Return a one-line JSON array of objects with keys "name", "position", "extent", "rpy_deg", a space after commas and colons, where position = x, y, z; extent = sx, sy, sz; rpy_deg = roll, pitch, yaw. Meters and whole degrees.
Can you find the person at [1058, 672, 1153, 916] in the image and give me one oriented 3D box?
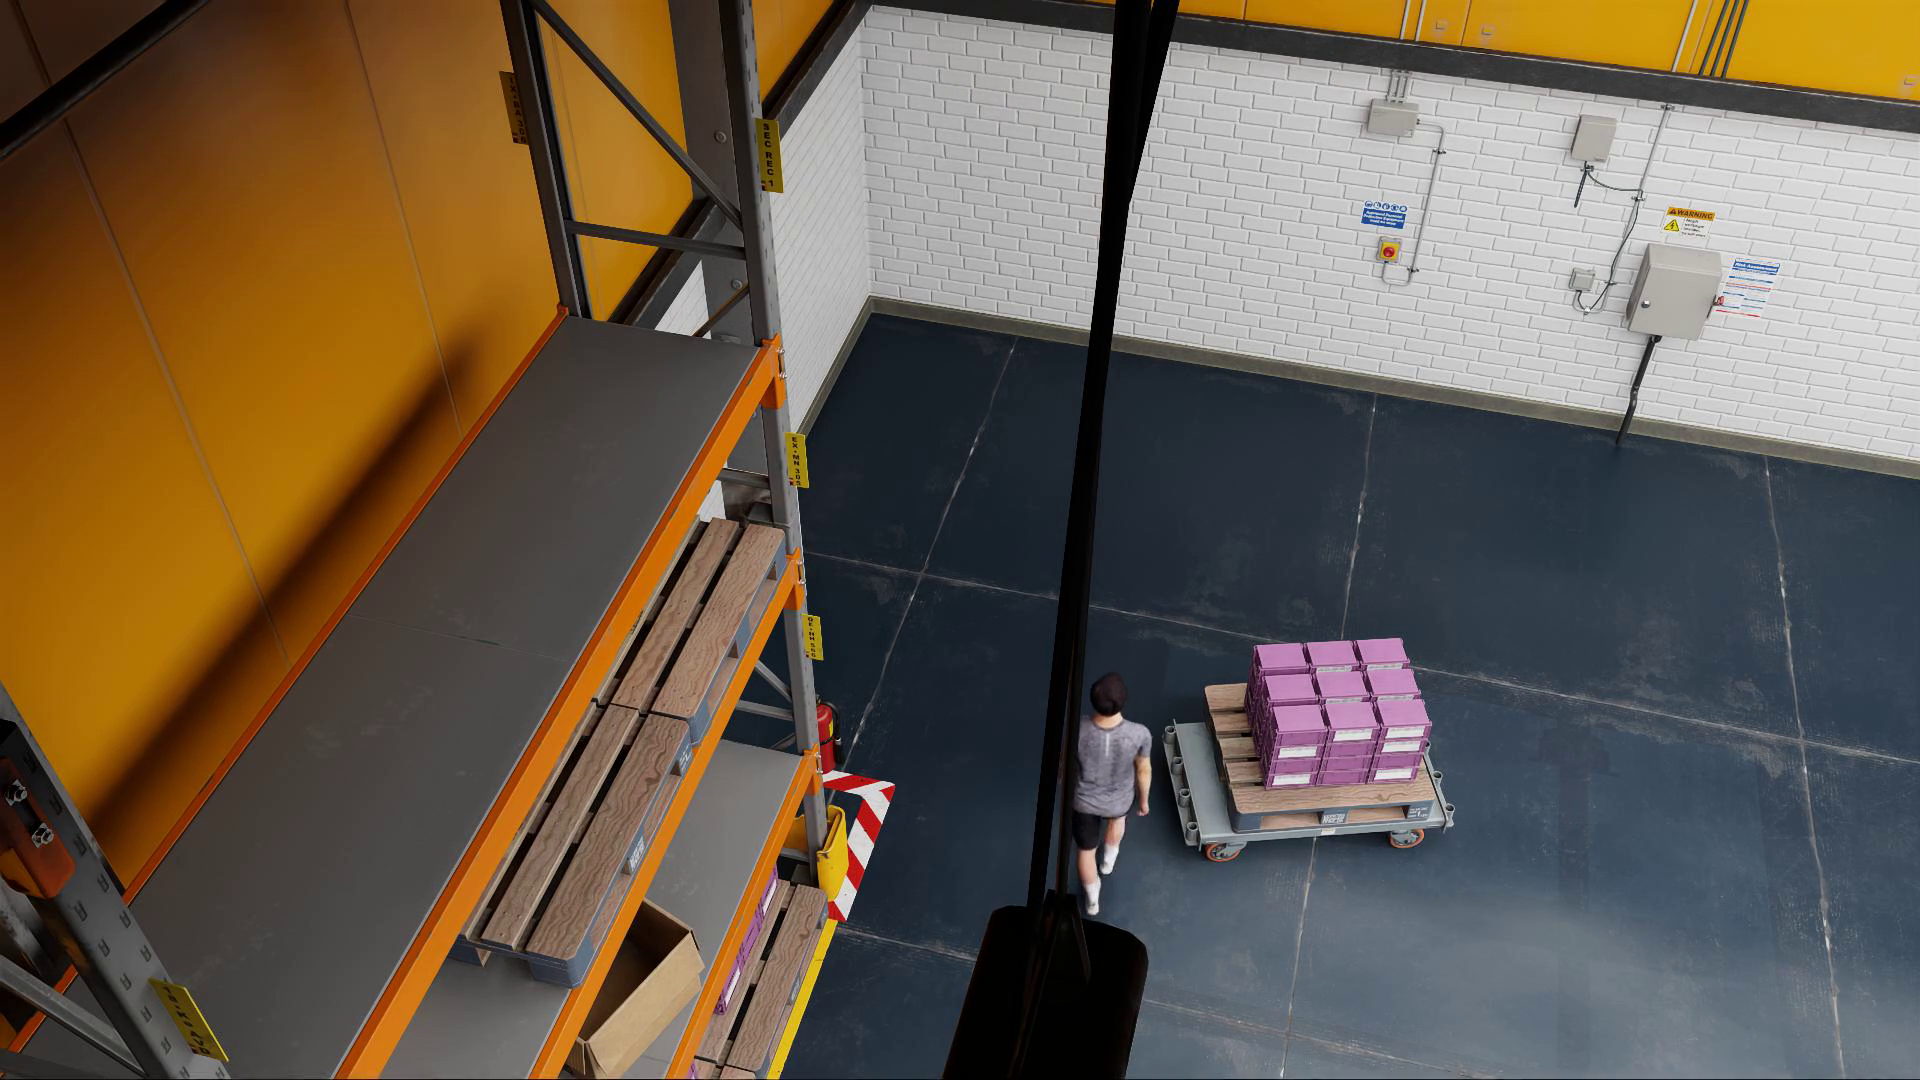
[{"name": "person", "position": [0.787, 1.502, 9.356], "extent": [0.757, 1.855, 0.855], "rpy_deg": [4, 44, 4]}]
